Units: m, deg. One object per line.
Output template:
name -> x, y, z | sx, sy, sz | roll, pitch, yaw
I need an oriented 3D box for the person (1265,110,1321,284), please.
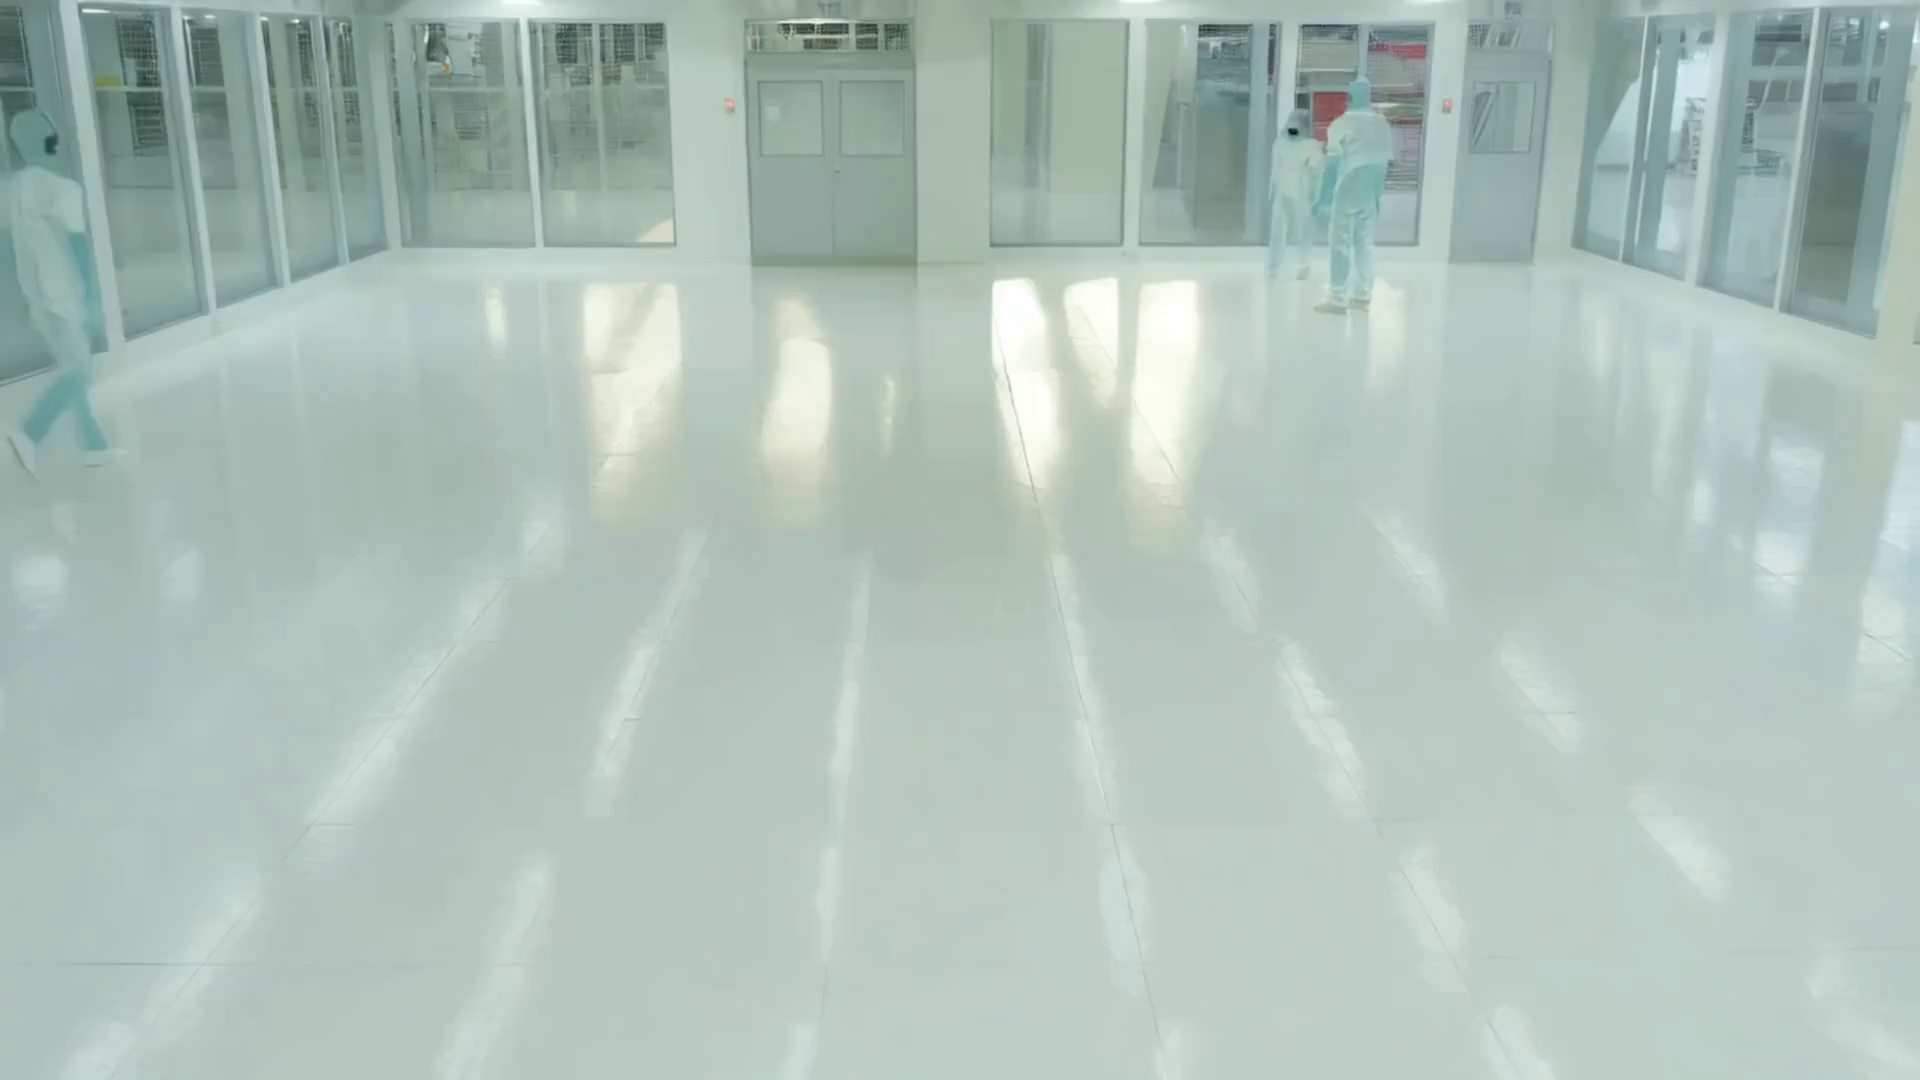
person -> 3.091, -3.171, 15.438 | 0.529, 1.587, 0.872 | 10, 19, 31

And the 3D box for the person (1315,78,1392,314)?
person -> 3.213, -2.824, 13.713 | 0.652, 1.906, 0.404 | -10, 19, -30

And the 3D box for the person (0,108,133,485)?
person -> -4.591, -1.210, 8.336 | 0.527, 1.851, 0.788 | 5, 17, 17
